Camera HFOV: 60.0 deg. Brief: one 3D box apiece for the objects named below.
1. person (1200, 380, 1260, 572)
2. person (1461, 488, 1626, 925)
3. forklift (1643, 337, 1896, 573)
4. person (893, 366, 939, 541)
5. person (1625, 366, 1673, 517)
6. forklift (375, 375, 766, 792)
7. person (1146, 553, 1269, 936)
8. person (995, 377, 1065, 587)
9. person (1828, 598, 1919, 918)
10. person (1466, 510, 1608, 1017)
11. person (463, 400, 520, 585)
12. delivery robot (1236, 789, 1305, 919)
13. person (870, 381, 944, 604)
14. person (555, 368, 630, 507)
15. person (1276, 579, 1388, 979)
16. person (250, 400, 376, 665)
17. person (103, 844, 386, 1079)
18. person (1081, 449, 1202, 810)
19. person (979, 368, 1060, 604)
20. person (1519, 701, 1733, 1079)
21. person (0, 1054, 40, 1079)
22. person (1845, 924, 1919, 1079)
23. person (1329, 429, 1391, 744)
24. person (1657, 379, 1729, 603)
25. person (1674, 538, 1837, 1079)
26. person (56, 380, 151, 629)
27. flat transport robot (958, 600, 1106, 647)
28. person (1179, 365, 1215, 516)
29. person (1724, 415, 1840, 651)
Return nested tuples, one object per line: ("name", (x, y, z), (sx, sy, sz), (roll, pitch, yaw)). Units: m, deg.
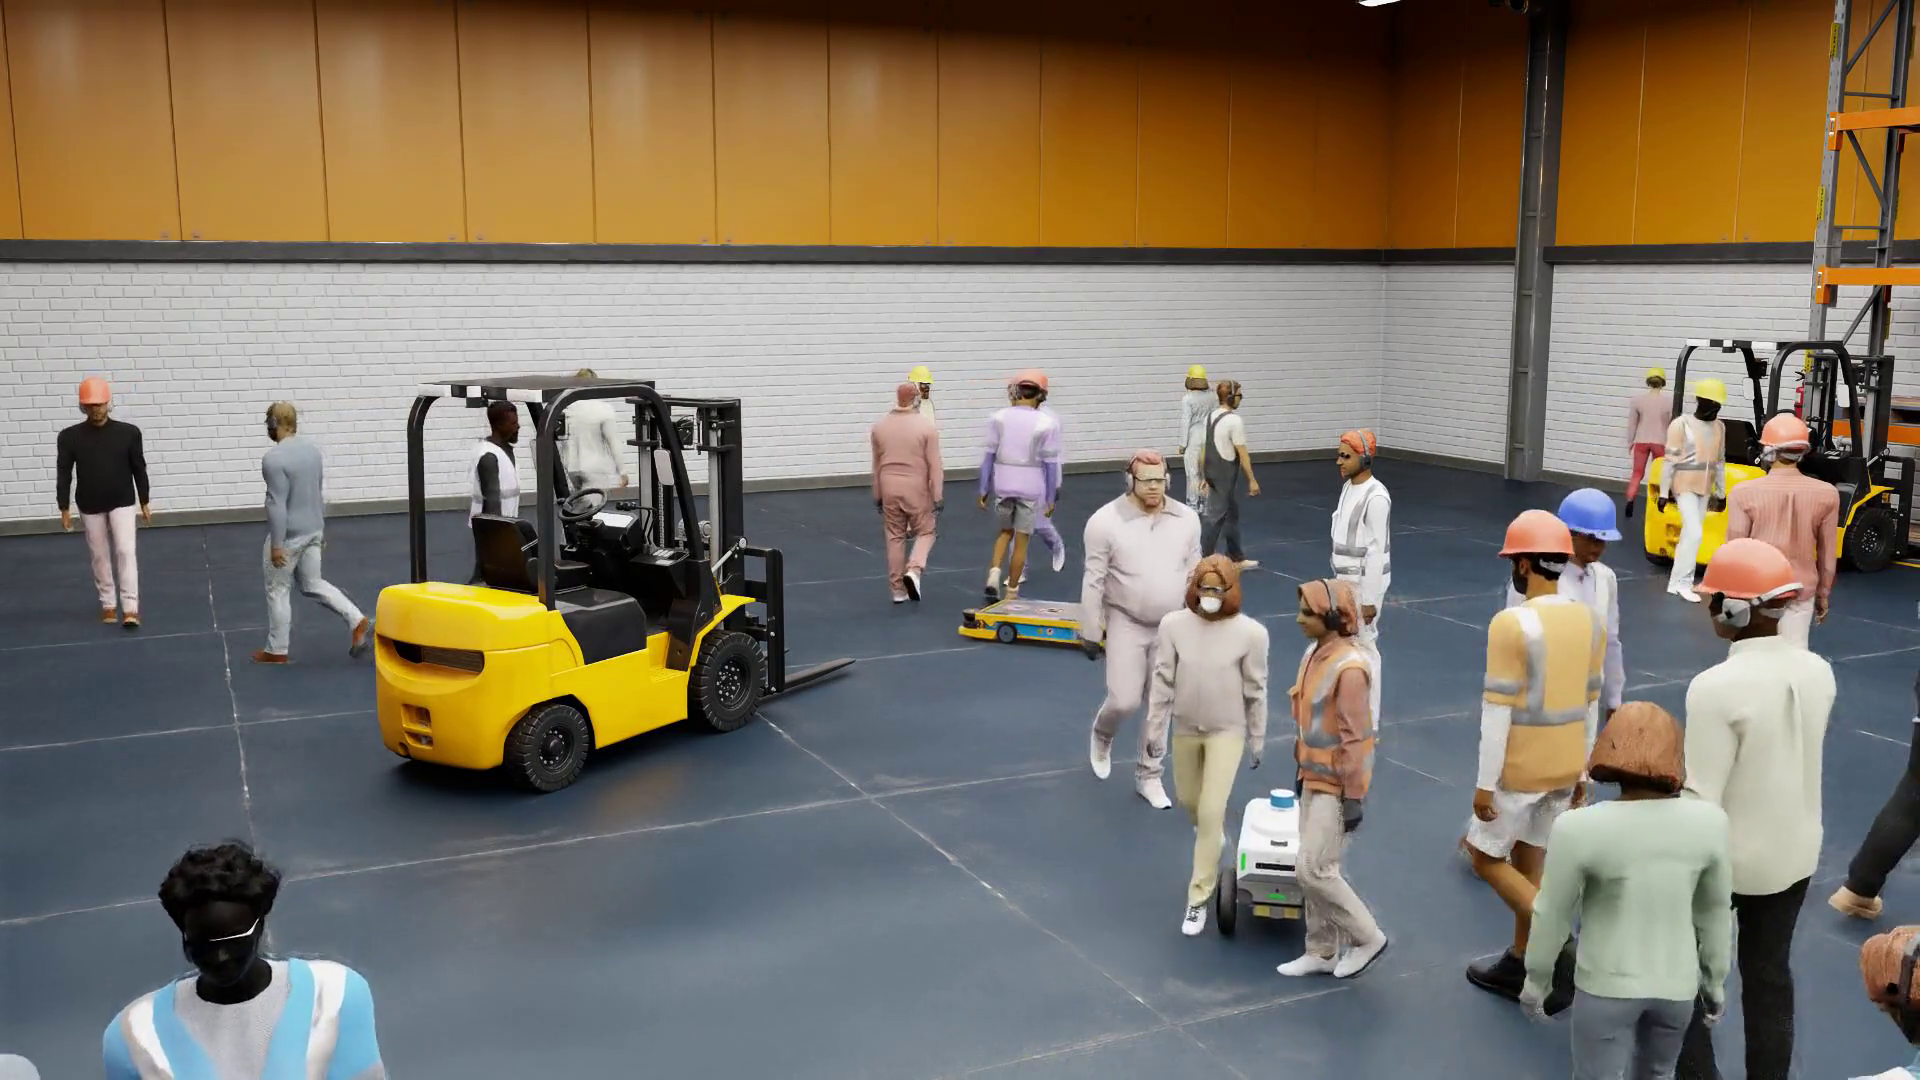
("person", (2.504, -0.552, 15.222), (0.853, 1.813, 0.533), (-3, 10, -20))
("person", (2.604, 0.695, 7.277), (0.615, 1.885, 1.041), (-6, 11, -33))
("forklift", (7.551, -0.789, 15.507), (2.313, 2.155, 1.214), (-4, 10, -25))
("person", (-0.442, -0.905, 17.387), (0.403, 1.825, 0.595), (8, 12, 40))
("person", (7.801, -1.091, 18.761), (0.540, 1.750, 0.681), (7, 11, 37))
("forklift", (-2.268, 0.149, 9.685), (1.214, 2.155, 2.313), (6, 11, 32))
("person", (1.107, 0.831, 7.285), (0.519, 1.605, 0.774), (5, 10, 28))
("person", (0.639, -0.543, 14.965), (0.676, 1.873, 0.768), (5, 11, 30))
("person", (4.143, 0.697, 6.762), (0.642, 2.000, 0.905), (-3, 10, -17))
("person", (2.184, 0.851, 6.200), (0.563, 1.911, 0.595), (-5, 11, -30))
("person", (-3.455, -0.099, 12.245), (0.971, 1.877, 0.604), (0, 9, 0))
("delivery robot", (1.387, 1.322, 7.187), (0.477, 0.478, 0.707), (2, 9, 13))
("person", (-0.475, -0.378, 13.905), (0.674, 1.886, 0.556), (4, 10, 22))
("person", (-3.389, -0.631, 15.375), (0.634, 1.913, 0.672), (4, 10, 25))
("person", (1.423, 0.950, 6.470), (0.355, 1.623, 0.534), (-1, 9, -6))
("person", (-4.630, -0.041, 11.805), (0.865, 1.905, 0.640), (1, 9, 9))
("person", (-1.490, 1.403, 3.518), (0.535, 1.670, 0.683), (-4, 10, -25))
("person", (0.951, 0.447, 8.796), (0.648, 1.888, 0.557), (-2, 9, -15))
("person", (0.497, -0.403, 13.695), (0.667, 2.000, 0.571), (4, 10, 23))
("person", (1.856, 1.248, 4.633), (0.532, 1.617, 0.321), (-1, 9, -5))
("person", (-1.962, 1.497, 3.098), (0.503, 1.621, 0.520), (-4, 10, -22))
("person", (1.839, 1.493, 3.172), (0.552, 1.589, 0.862), (1, 9, 7))
("person", (2.367, 0.279, 9.868), (0.348, 1.879, 0.580), (0, 9, -3))
("person", (6.272, -0.414, 14.085), (0.617, 1.895, 0.653), (-4, 10, -23))
("person", (2.440, 0.974, 5.225), (0.635, 1.973, 0.505), (-4, 10, -22))
("person", (-6.687, -0.266, 12.994), (0.654, 1.948, 0.959), (-4, 10, -24))
("flat transport robot", (0.770, 0.632, 12.636), (1.431, 0.197, 0.652), (4, 10, 24))
("person", (2.683, -1.122, 18.971), (0.487, 1.744, 0.297), (-7, 12, -38))
("person", (4.629, 0.286, 9.453), (0.624, 1.993, 0.388), (1, 9, 7))
